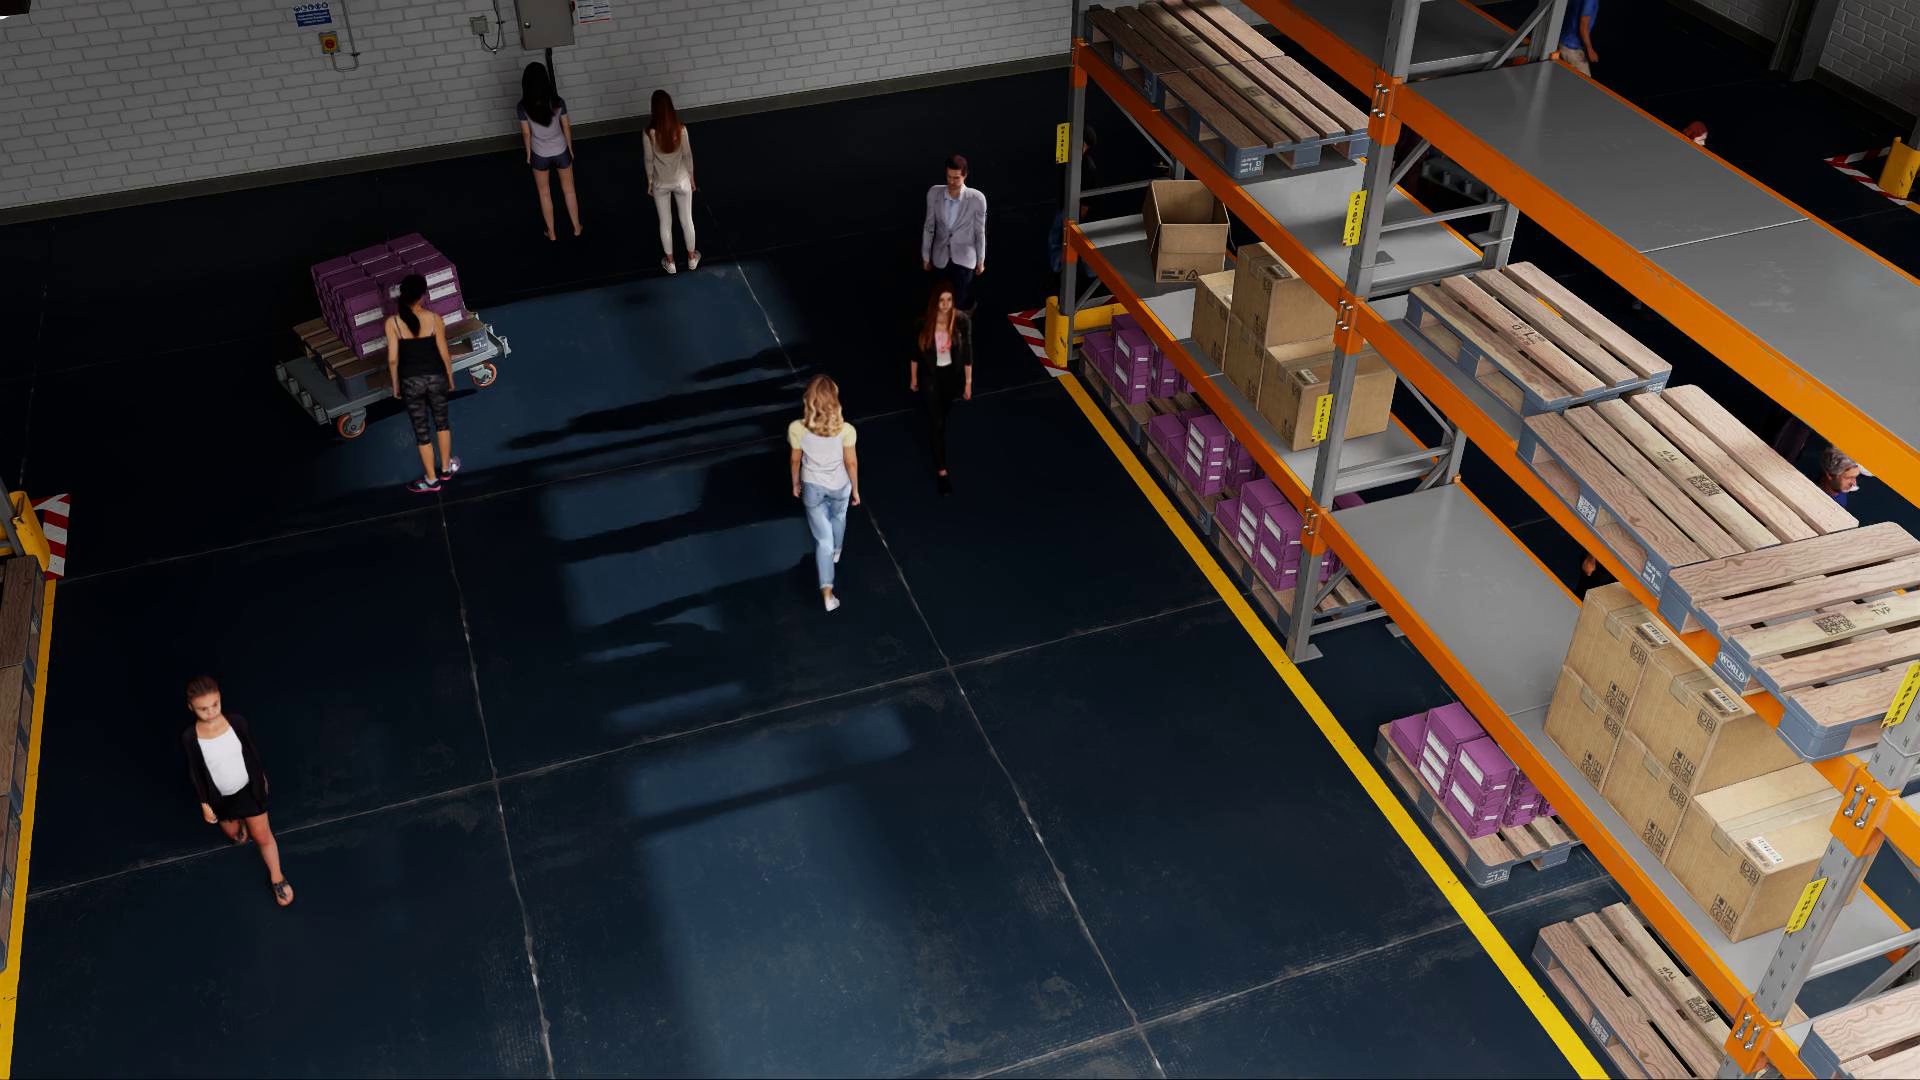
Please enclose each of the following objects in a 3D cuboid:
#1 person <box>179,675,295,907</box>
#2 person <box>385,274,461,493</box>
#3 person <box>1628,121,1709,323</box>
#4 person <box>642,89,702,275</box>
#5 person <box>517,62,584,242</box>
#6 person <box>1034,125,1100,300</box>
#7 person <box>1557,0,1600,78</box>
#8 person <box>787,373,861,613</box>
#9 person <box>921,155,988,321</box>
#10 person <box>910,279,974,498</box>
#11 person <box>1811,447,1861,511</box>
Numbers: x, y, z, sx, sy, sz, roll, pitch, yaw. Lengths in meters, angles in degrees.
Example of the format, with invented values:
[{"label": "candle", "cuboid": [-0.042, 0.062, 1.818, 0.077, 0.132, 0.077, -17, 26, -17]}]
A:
[{"label": "person", "cuboid": [-4.090, 1.334, 9.295, 0.631, 1.537, 0.992, -20, 43, -23]}, {"label": "person", "cuboid": [-3.986, -1.122, 12.235, 0.695, 1.707, 0.567, -25, 45, -28]}, {"label": "person", "cuboid": [6.040, -2.735, 14.195, 0.702, 1.781, 0.639, 16, 41, 19]}, {"label": "person", "cuboid": [-2.571, -3.184, 14.811, 0.613, 1.715, 0.582, -8, 39, -10]}, {"label": "person", "cuboid": [-3.786, -3.578, 15.311, 0.586, 1.706, 0.512, -12, 40, -15]}, {"label": "person", "cuboid": [1.115, -2.812, 14.382, 0.666, 1.668, 0.702, -11, 40, -13]}, {"label": "person", "cuboid": [6.276, -5.063, 17.073, 0.943, 1.827, 0.947, 1, 39, 1]}, {"label": "person", "cuboid": [-0.914, -0.282, 11.203, 0.874, 1.682, 1.244, -2, 39, -2]}, {"label": "person", "cuboid": [-0.007, -2.354, 13.695, 1.201, 1.810, 1.296, 15, 41, 18]}, {"label": "person", "cuboid": [-0.145, -1.260, 12.449, 0.769, 1.656, 1.236, -5, 39, -6]}, {"label": "person", "cuboid": [5.264, 0.090, 10.657, 0.898, 1.781, 1.285, -25, 45, -28]}]
